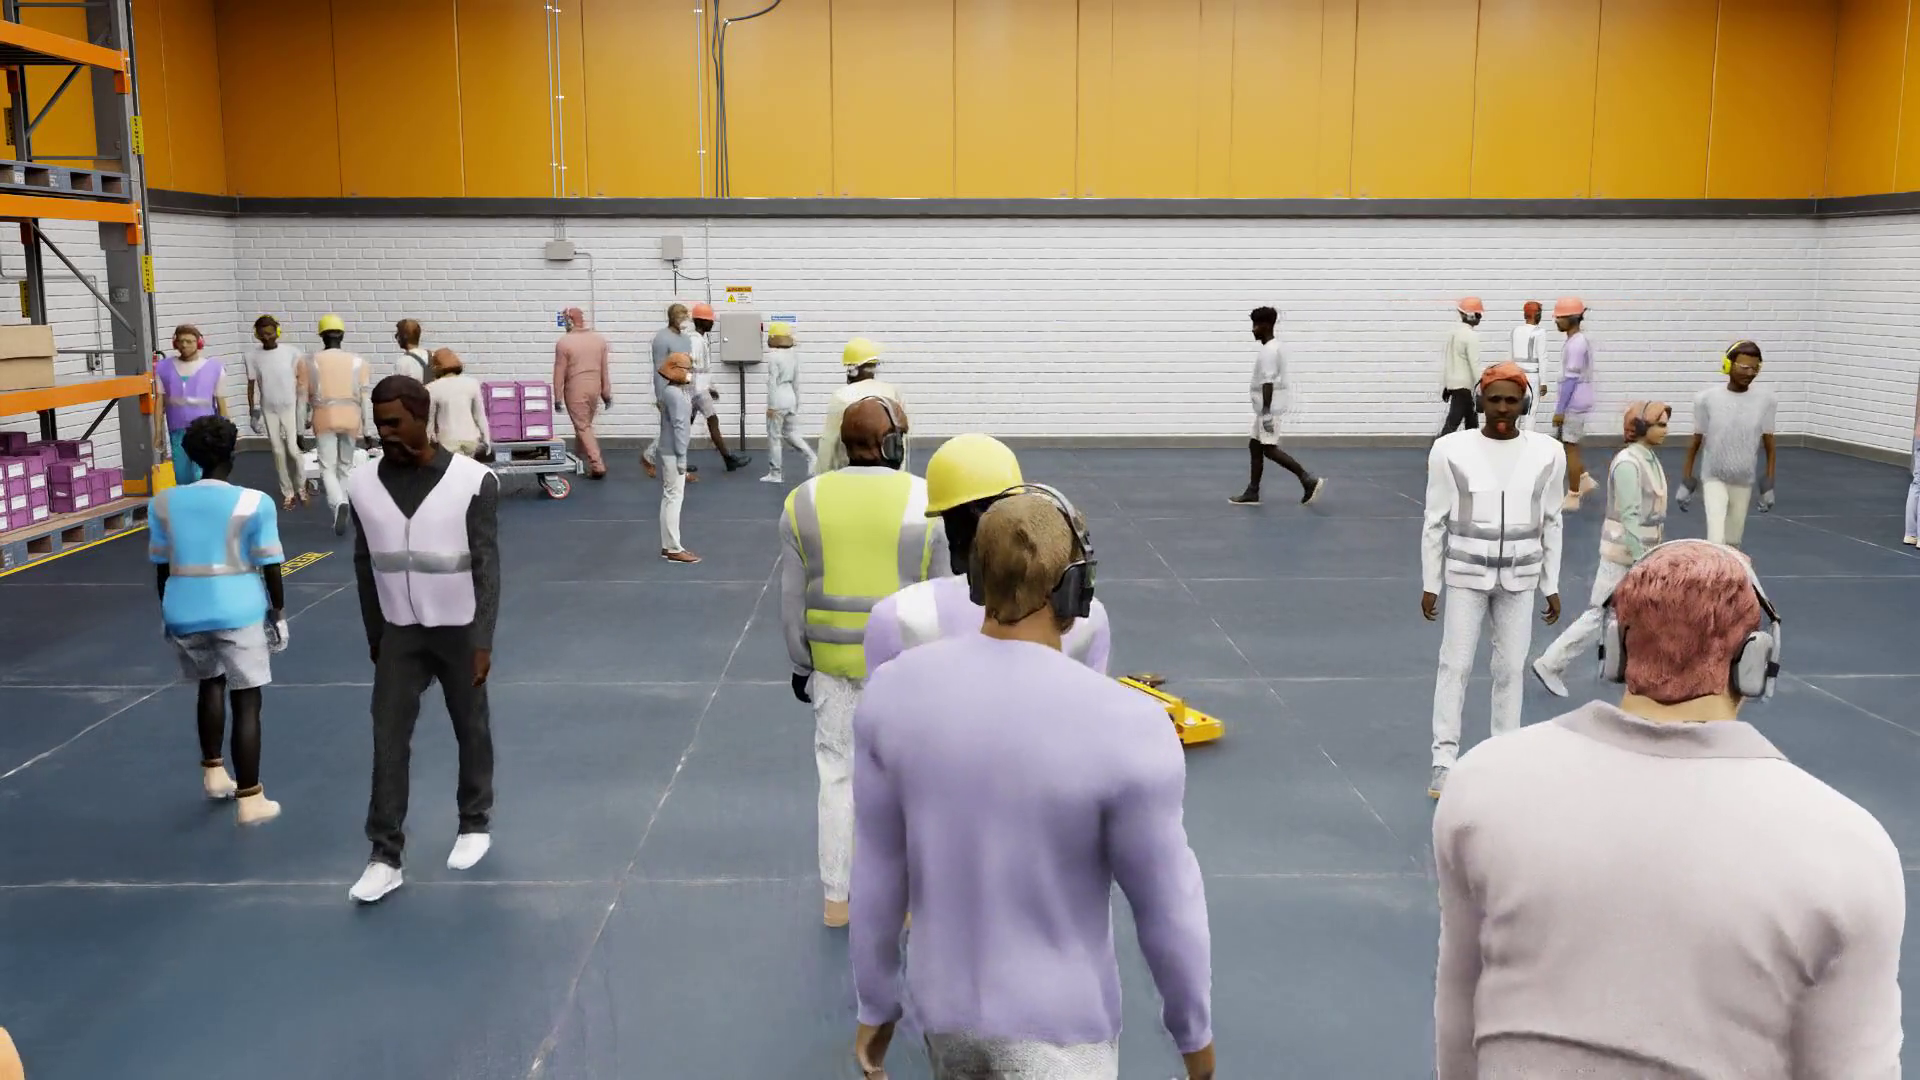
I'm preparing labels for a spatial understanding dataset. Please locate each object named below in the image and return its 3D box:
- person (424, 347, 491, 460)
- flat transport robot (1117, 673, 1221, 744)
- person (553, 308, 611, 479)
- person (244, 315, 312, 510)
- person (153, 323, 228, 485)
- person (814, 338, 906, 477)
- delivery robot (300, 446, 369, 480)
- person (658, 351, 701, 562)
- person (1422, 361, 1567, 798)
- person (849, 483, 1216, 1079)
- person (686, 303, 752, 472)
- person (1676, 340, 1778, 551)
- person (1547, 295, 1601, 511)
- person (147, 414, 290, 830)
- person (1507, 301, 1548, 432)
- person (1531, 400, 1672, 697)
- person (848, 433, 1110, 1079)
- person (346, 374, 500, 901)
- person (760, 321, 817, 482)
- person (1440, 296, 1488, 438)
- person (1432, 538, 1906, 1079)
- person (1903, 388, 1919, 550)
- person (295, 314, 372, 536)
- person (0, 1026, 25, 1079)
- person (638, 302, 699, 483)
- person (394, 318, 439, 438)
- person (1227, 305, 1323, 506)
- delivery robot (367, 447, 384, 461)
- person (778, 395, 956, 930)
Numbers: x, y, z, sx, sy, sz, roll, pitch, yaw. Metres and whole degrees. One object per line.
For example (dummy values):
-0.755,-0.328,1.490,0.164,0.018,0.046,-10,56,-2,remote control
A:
-4.279,-0.815,14.011,0.533,1.606,0.680,-8,12,-42,person
0.462,0.852,7.899,1.431,0.197,0.652,-4,10,-25,flat transport robot
-4.115,-1.591,18.091,0.927,1.861,0.691,8,12,39,person
-6.378,-1.186,15.594,0.547,1.839,0.481,-2,9,-12,person
-6.495,-0.932,14.121,0.576,1.820,0.781,-1,9,-6,person
-0.721,-0.451,11.216,0.822,1.800,0.609,9,13,43,person
-6.371,-0.792,16.825,0.707,0.478,0.477,-6,11,-35,delivery robot
-2.198,-0.647,12.924,0.289,1.633,0.501,-3,10,-17,person
2.259,0.181,7.078,0.585,1.882,0.337,1,9,6,person
0.167,0.834,3.053,0.639,1.887,0.975,7,12,37,person
-2.803,-1.687,18.539,0.979,1.883,0.554,-2,9,-11,person
4.960,-0.388,10.782,0.565,1.830,0.900,2,9,12,person
5.686,-1.262,15.504,0.482,2.022,0.603,2,10,15,person
-3.033,0.325,6.843,0.559,1.672,0.562,0,9,1,person
6.794,-1.909,19.891,0.341,1.883,0.587,-4,10,-26,person
3.407,0.072,8.603,0.778,1.606,0.509,8,12,42,person
0.081,0.718,3.770,0.609,1.894,0.806,-3,10,-20,person
-1.958,0.350,6.048,0.606,1.879,0.865,1,9,4,person
-1.835,-1.450,17.593,0.607,1.718,0.489,6,11,31,person
5.664,-1.687,18.302,0.939,1.951,0.641,0,9,-3,person
0.997,0.937,2.444,0.665,1.882,0.444,7,11,35,person
7.896,-0.791,13.432,0.328,1.760,0.523,2,9,11,person
-5.274,-0.962,14.086,0.642,1.883,0.808,-5,11,-30,person
-1.381,1.117,2.000,0.530,1.669,0.810,-2,9,-12,person
-3.067,-1.543,17.552,0.527,1.921,0.629,3,10,18,person
-4.809,-1.051,14.787,0.435,1.834,0.538,4,10,21,person
3.016,-1.259,15.788,0.845,1.933,0.602,3,10,17,person
-5.803,-0.868,17.293,0.477,0.478,0.707,6,11,33,delivery robot
-0.291,0.425,5.723,0.627,1.840,0.429,2,9,11,person
